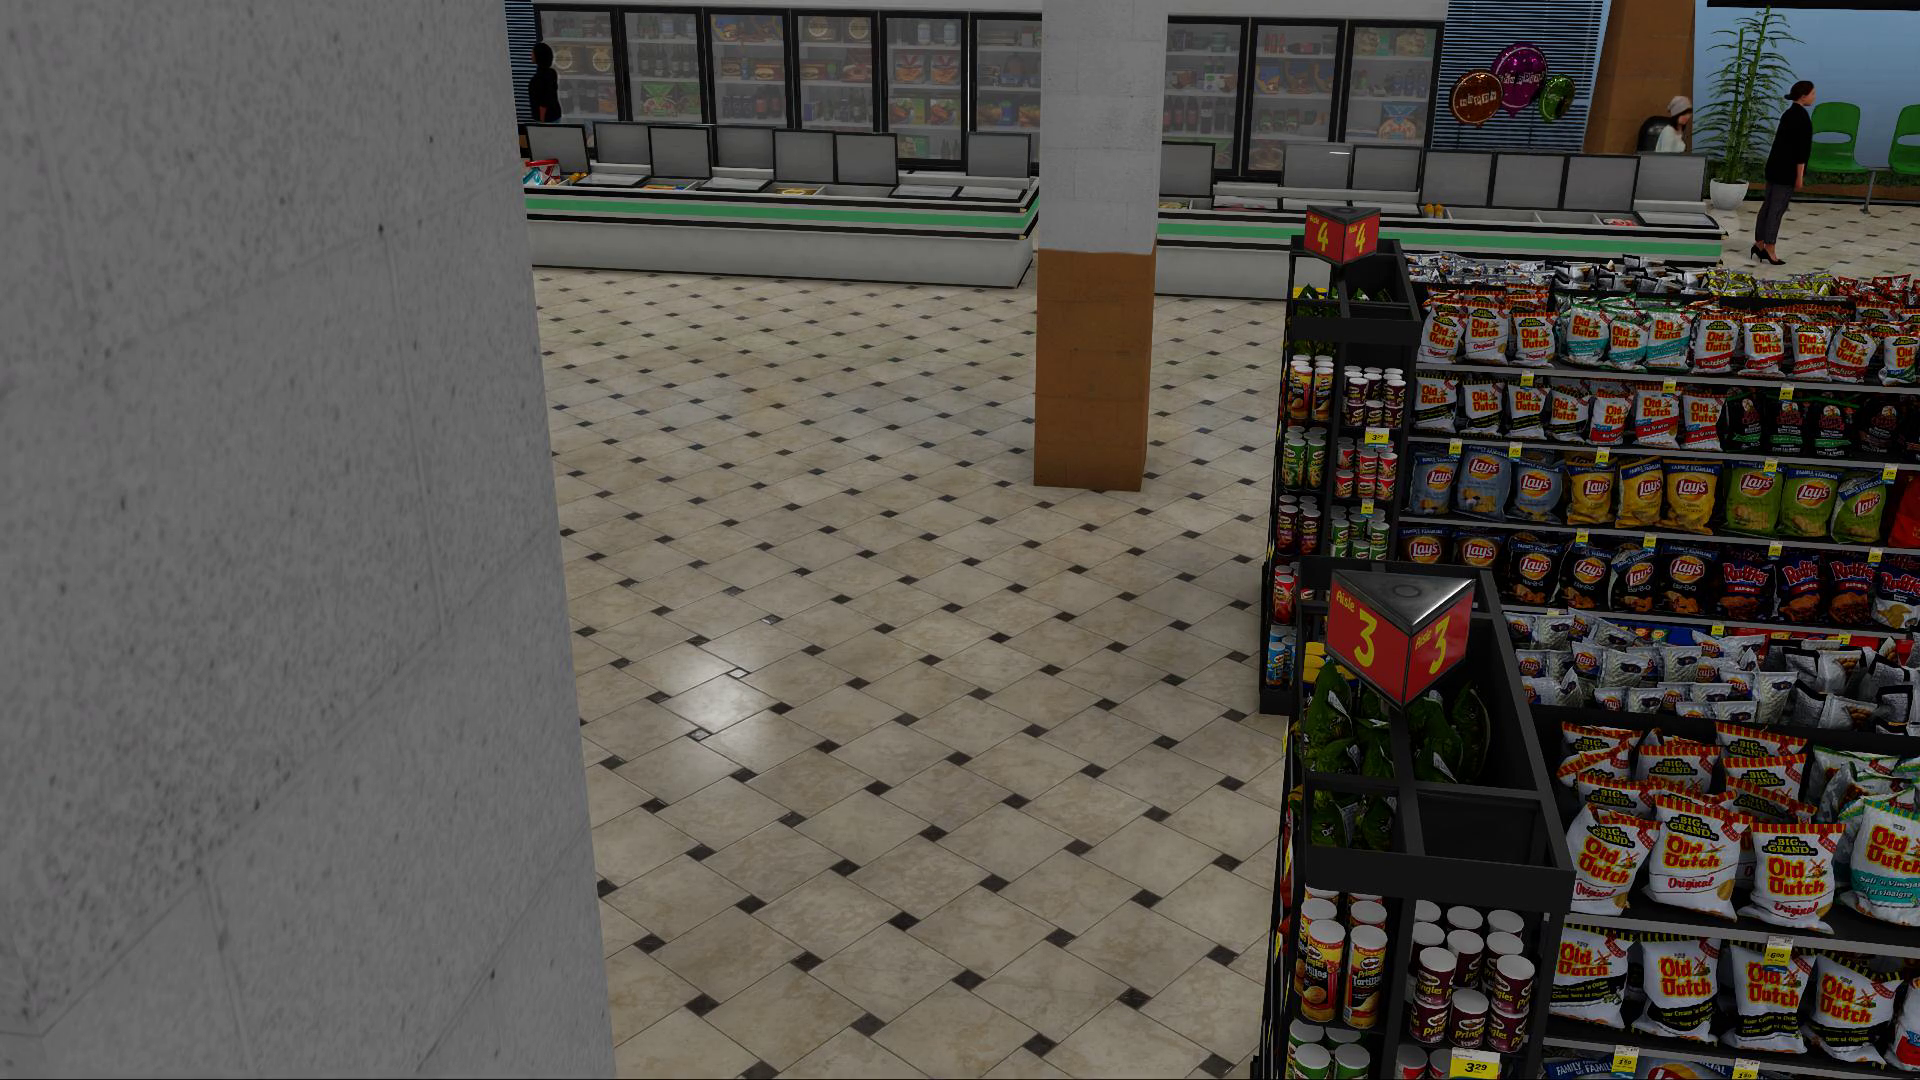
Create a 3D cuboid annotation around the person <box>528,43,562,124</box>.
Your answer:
[{"bbox_3d":[-4.595,-4.676,18.578,0.532,1.701,0.571,5,24,11],"label":"person"}]

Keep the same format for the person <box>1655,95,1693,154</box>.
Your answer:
[{"bbox_3d":[6.551,-3.349,15.688,1.170,1.587,0.822,11,26,23],"label":"person"}]

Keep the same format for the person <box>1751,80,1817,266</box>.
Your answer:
[{"bbox_3d":[7.878,-3.517,15.908,0.613,1.718,0.674,0,24,1],"label":"person"}]
